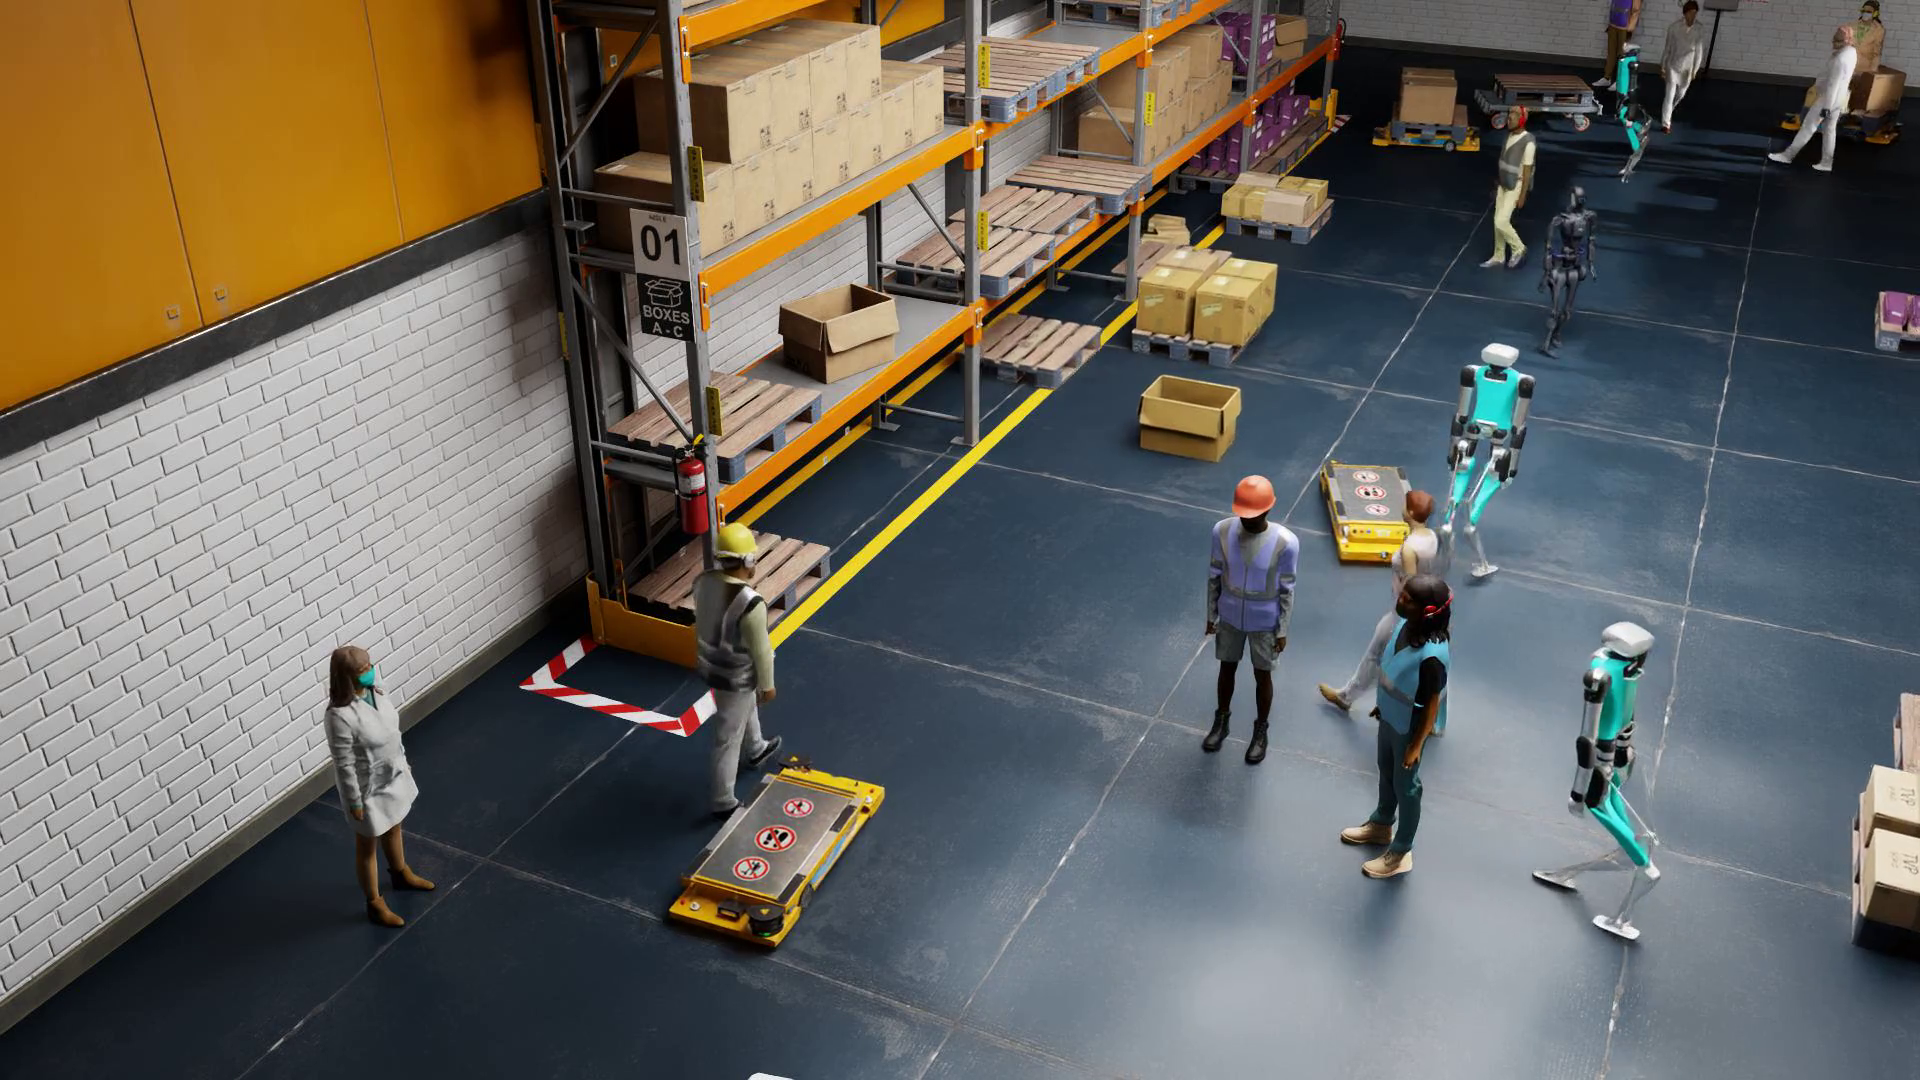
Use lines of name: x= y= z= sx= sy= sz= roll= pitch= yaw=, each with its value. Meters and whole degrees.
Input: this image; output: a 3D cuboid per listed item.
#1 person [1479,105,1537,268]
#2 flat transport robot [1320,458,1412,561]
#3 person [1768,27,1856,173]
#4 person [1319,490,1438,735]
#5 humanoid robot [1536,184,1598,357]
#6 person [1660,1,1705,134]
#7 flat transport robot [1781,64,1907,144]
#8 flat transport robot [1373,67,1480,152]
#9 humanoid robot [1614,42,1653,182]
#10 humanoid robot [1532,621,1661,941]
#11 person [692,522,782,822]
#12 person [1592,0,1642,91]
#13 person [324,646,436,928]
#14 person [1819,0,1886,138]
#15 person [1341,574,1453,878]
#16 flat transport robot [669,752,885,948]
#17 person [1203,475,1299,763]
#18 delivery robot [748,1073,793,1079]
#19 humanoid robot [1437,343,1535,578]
person: x=6.021 y=-3.845 z=18.209 sx=0.448 sy=1.829 sz=0.586 roll=-6 pitch=29 yaw=-10
flat transport robot: x=3.263 y=-0.244 z=13.181 sx=0.659 sy=0.231 sz=1.431 roll=2 pitch=28 yaw=4
person: x=11.255 y=-5.792 z=21.788 sx=0.726 sy=1.867 sz=0.762 roll=-25 pitch=37 yaw=-38
person: x=2.752 y=0.433 z=10.490 sx=0.862 sy=1.610 sz=0.467 roll=20 pitch=34 yaw=33
humanoid robot: x=5.924 y=-2.618 z=16.111 sx=0.612 sy=1.655 sz=0.452 roll=-9 pitch=30 yaw=-16
person: x=10.227 y=-6.754 z=23.648 sx=0.513 sy=1.807 sz=0.795 roll=5 pitch=29 yaw=8
flat transport robot: x=12.539 y=-5.886 z=23.642 sx=1.431 sy=0.231 sz=0.659 roll=22 pitch=35 yaw=35
flat transport robot: x=6.493 y=-5.619 z=23.148 sx=1.431 sy=0.231 sz=0.659 roll=7 pitch=29 yaw=13
humanoid robot: x=8.709 y=-5.443 z=21.361 sx=0.764 sy=1.857 sz=0.533 roll=0 pitch=28 yaw=0
humanoid robot: x=3.555 y=1.324 z=8.760 sx=0.894 sy=1.780 sz=0.572 roll=25 pitch=37 yaw=38
person: x=-1.292 y=0.739 z=9.779 sx=0.775 sy=1.773 sz=0.613 roll=-21 pitch=35 yaw=-33
person: x=10.254 y=-7.960 z=25.745 sx=0.419 sy=1.924 sz=0.533 roll=-10 pitch=30 yaw=-18
person: x=-3.107 y=1.293 z=8.862 sx=0.337 sy=1.661 sz=0.490 roll=8 pitch=29 yaw=14
person: x=12.532 y=-6.586 z=23.250 sx=0.400 sy=1.877 sz=0.554 roll=-25 pitch=37 yaw=-38
person: x=2.449 y=1.010 z=9.173 sx=0.391 sy=1.866 sz=0.519 roll=-5 pitch=29 yaw=-8
flat transport robot: x=-1.018 y=1.740 z=9.502 sx=0.659 sy=0.231 sz=1.431 roll=11 pitch=30 yaw=19
person: x=1.741 y=0.474 z=10.106 sx=0.541 sy=1.931 sz=0.383 roll=13 pitch=31 yaw=23
delivery robot: x=-0.897 y=2.762 z=7.322 sx=0.499 sy=0.610 sz=0.788 roll=7 pitch=29 yaw=12
humanoid robot: x=3.743 y=-0.466 z=12.117 sx=0.537 sy=1.827 sz=0.811 roll=17 pitch=33 yaw=28
